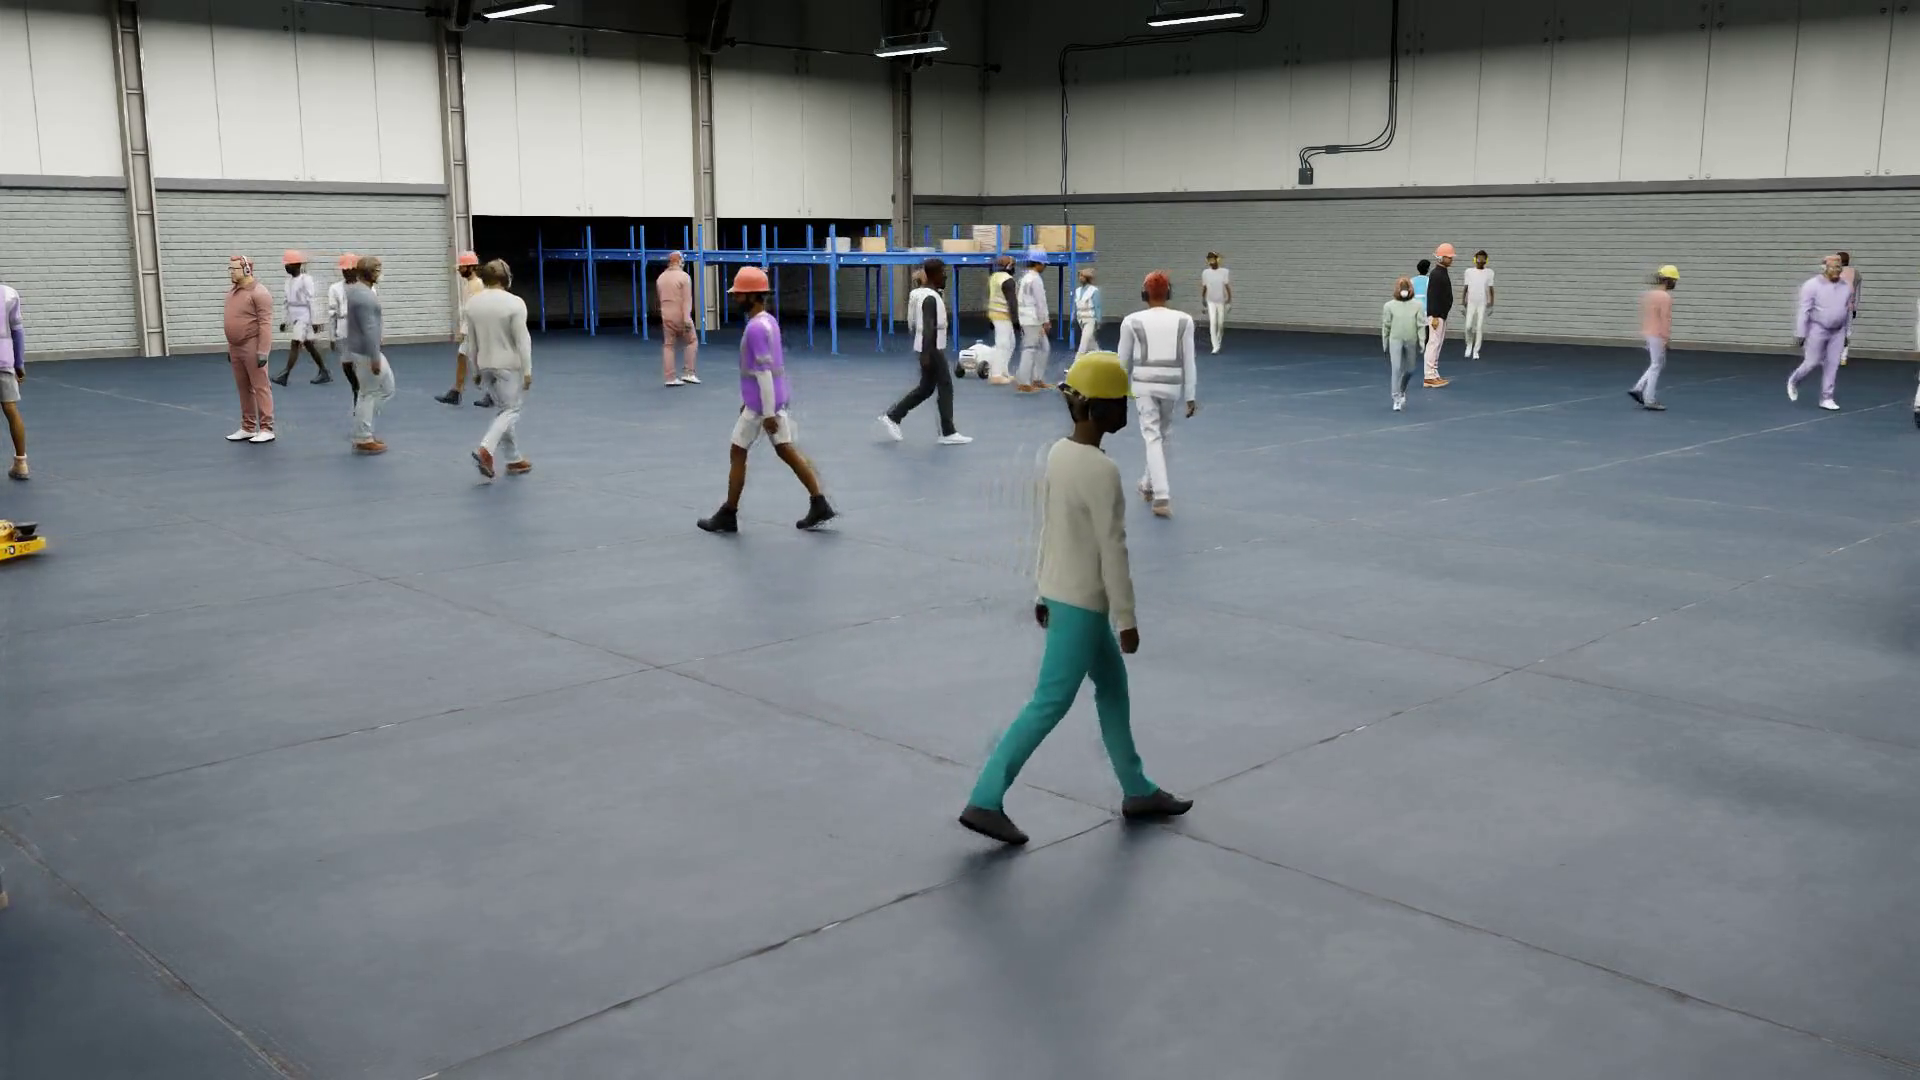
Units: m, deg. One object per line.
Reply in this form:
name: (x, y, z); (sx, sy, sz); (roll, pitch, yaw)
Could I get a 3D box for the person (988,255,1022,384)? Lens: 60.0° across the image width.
person: (0.658, -3.157, 23.843); (0.585, 1.814, 0.658); (-3, 11, -16)

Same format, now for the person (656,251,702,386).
person: (-3.927, -3.120, 23.467); (0.662, 1.879, 0.689); (7, 13, 35)

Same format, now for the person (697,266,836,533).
person: (-1.366, -1.001, 11.892); (0.984, 1.900, 0.541); (1, 10, 7)

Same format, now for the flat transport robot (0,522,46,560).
flat transport robot: (-6.895, 0.005, 10.944); (1.431, 0.197, 0.652); (1, 10, 8)

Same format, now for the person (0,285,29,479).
person: (-8.401, -1.527, 14.352); (0.393, 2.039, 0.613); (7, 12, 33)

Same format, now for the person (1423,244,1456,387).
person: (6.747, -3.158, 23.377); (0.389, 1.990, 0.622); (5, 12, 27)

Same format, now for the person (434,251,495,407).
person: (-6.124, -2.586, 20.509); (0.825, 1.907, 0.556); (-5, 12, -26)

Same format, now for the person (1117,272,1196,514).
person: (1.495, -1.144, 12.860); (0.591, 1.826, 1.007); (-2, 11, -9)

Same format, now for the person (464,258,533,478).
person: (-4.043, -1.497, 14.546); (0.645, 1.915, 0.859); (5, 11, 25)

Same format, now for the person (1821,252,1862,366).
person: (14.311, -3.769, 27.128); (0.636, 1.840, 0.429); (1, 10, 3)

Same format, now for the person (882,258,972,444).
person: (-0.345, -1.935, 17.002); (0.863, 1.894, 0.598); (0, 10, 0)

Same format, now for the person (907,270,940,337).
person: (-0.513, -3.014, 23.604); (0.541, 1.607, 0.632); (-6, 12, -30)

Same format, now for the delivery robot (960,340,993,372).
delivery robot: (0.294, -2.765, 25.018); (0.477, 0.478, 0.707); (6, 12, 30)

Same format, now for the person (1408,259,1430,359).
person: (7.902, -3.942, 28.461); (0.529, 1.697, 0.321); (8, 13, 37)

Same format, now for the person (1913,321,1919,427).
person: (10.821, -2.129, 18.308); (0.855, 1.804, 0.587); (-9, 14, -42)

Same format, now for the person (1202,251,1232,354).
person: (4.644, -4.295, 30.037); (0.565, 1.826, 0.794); (2, 11, 13)

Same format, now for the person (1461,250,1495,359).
person: (8.865, -4.022, 28.462); (0.542, 1.852, 0.493); (3, 11, 16)

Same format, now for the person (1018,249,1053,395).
person: (1.059, -2.907, 22.194); (0.663, 1.916, 0.617); (-1, 10, -4)

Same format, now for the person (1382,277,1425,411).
person: (5.422, -2.419, 20.395); (0.503, 1.607, 0.686); (1, 10, 4)

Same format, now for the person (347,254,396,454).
person: (-5.717, -1.797, 16.138); (0.471, 1.921, 0.651); (-5, 11, -24)

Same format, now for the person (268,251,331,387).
person: (-9.384, -3.126, 23.507); (0.571, 1.879, 1.008); (9, 14, 40)

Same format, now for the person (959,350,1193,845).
person: (0.395, 0.200, 5.817); (0.909, 1.723, 0.539); (-2, 11, -13)

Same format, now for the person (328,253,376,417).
person: (-7.207, -2.460, 19.804); (0.559, 1.912, 0.864); (-1, 10, -6)

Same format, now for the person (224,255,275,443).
person: (-7.329, -1.961, 17.088); (0.642, 1.909, 0.410); (7, 12, 32)

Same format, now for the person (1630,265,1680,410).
person: (8.483, -2.450, 20.176); (0.407, 1.742, 0.561); (0, 10, 2)

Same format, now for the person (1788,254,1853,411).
person: (10.602, -2.565, 20.467); (0.647, 1.885, 0.694); (-1, 10, -4)

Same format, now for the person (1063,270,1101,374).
person: (1.908, -3.301, 25.259); (0.876, 1.588, 0.543); (-7, 12, -32)
